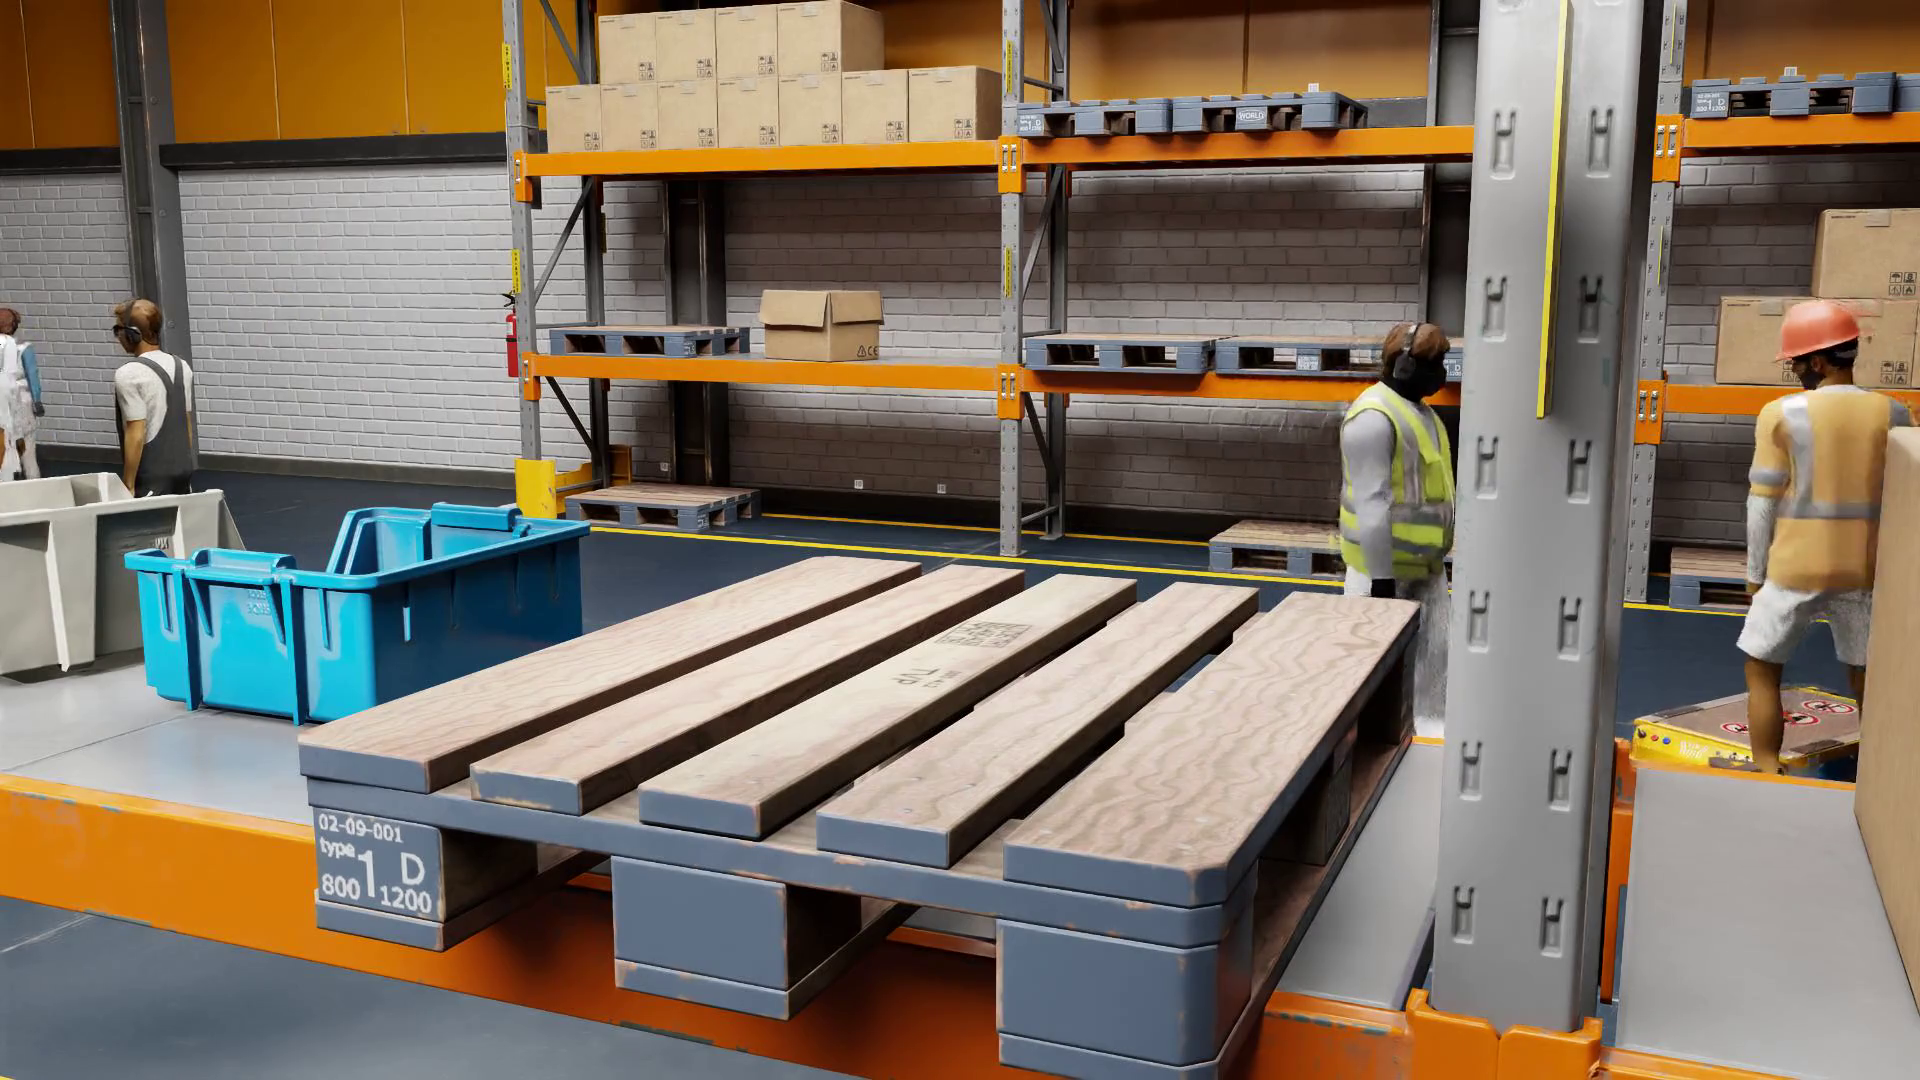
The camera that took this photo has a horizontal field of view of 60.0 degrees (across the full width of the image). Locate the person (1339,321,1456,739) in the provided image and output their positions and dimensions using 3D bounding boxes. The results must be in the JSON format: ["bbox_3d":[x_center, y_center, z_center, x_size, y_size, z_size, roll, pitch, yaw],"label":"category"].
[{"bbox_3d":[1.603,0.063,6.411,0.854,1.812,0.644,8,12,38],"label":"person"}]

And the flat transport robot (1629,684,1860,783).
[{"bbox_3d":[3.215,0.803,6.553,1.431,0.197,0.652,-6,11,-32],"label":"flat transport robot"}]

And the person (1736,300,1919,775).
[{"bbox_3d":[3.147,0.110,5.907,0.795,1.899,0.397,1,9,3],"label":"person"}]

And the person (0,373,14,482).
[{"bbox_3d":[-4.718,-0.179,7.838,0.490,1.808,1.008,1,9,4],"label":"person"}]

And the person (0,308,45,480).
[{"bbox_3d":[-8.282,-1.204,14.520,0.522,1.635,0.469,1,10,7],"label":"person"}]

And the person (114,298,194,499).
[{"bbox_3d":[-4.106,-0.305,8.490,0.346,1.846,0.505,2,10,9],"label":"person"}]

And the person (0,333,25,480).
[{"bbox_3d":[-6.225,-0.684,10.540,0.560,1.905,0.729,-7,12,-36],"label":"person"}]
